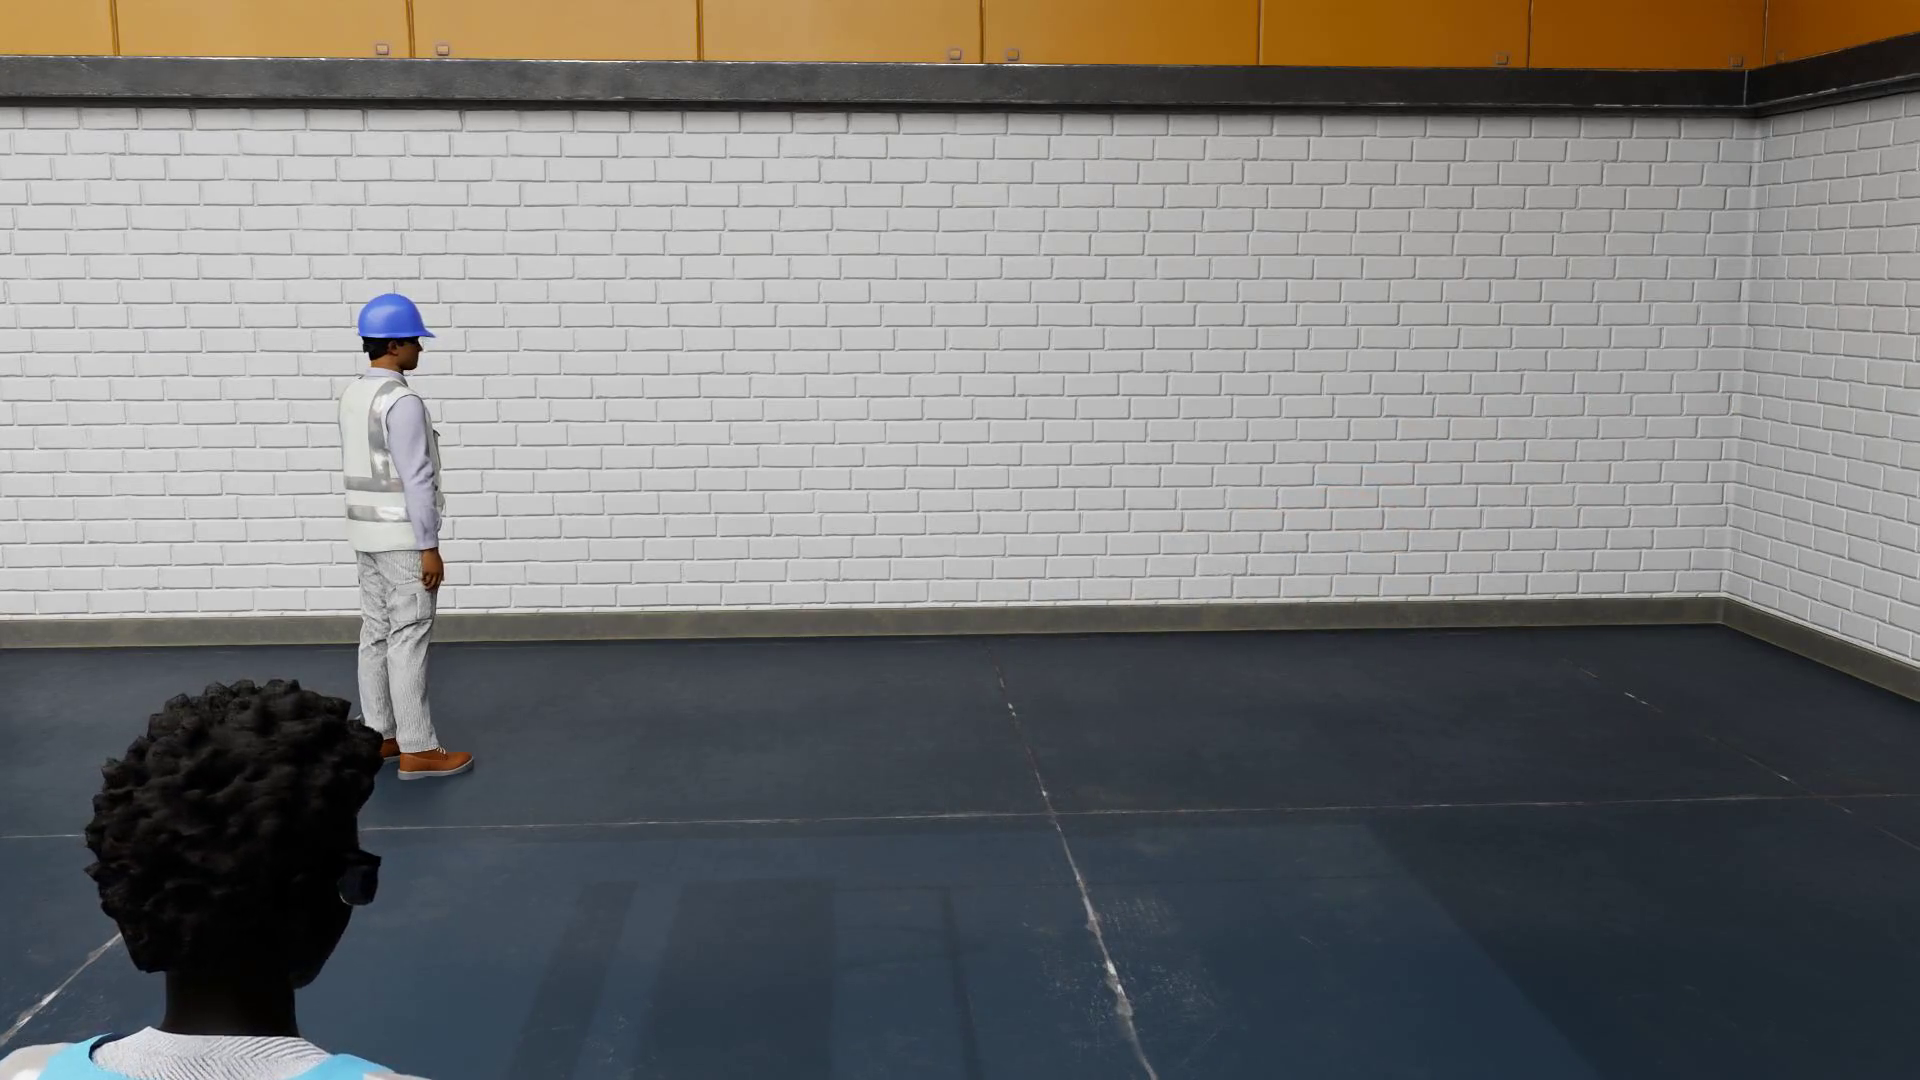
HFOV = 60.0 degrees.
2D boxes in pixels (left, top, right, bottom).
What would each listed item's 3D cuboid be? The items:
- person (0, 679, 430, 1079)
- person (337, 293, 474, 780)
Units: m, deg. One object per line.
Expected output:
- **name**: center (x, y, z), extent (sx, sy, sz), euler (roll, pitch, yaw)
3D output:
- **person**: center (-0.582, 0.957, 1.442), extent (0.531, 1.692, 0.320), euler (2, 9, 11)
- **person**: center (-2.270, -0.011, 6.715), extent (0.386, 1.948, 0.605), euler (-9, 13, -44)
